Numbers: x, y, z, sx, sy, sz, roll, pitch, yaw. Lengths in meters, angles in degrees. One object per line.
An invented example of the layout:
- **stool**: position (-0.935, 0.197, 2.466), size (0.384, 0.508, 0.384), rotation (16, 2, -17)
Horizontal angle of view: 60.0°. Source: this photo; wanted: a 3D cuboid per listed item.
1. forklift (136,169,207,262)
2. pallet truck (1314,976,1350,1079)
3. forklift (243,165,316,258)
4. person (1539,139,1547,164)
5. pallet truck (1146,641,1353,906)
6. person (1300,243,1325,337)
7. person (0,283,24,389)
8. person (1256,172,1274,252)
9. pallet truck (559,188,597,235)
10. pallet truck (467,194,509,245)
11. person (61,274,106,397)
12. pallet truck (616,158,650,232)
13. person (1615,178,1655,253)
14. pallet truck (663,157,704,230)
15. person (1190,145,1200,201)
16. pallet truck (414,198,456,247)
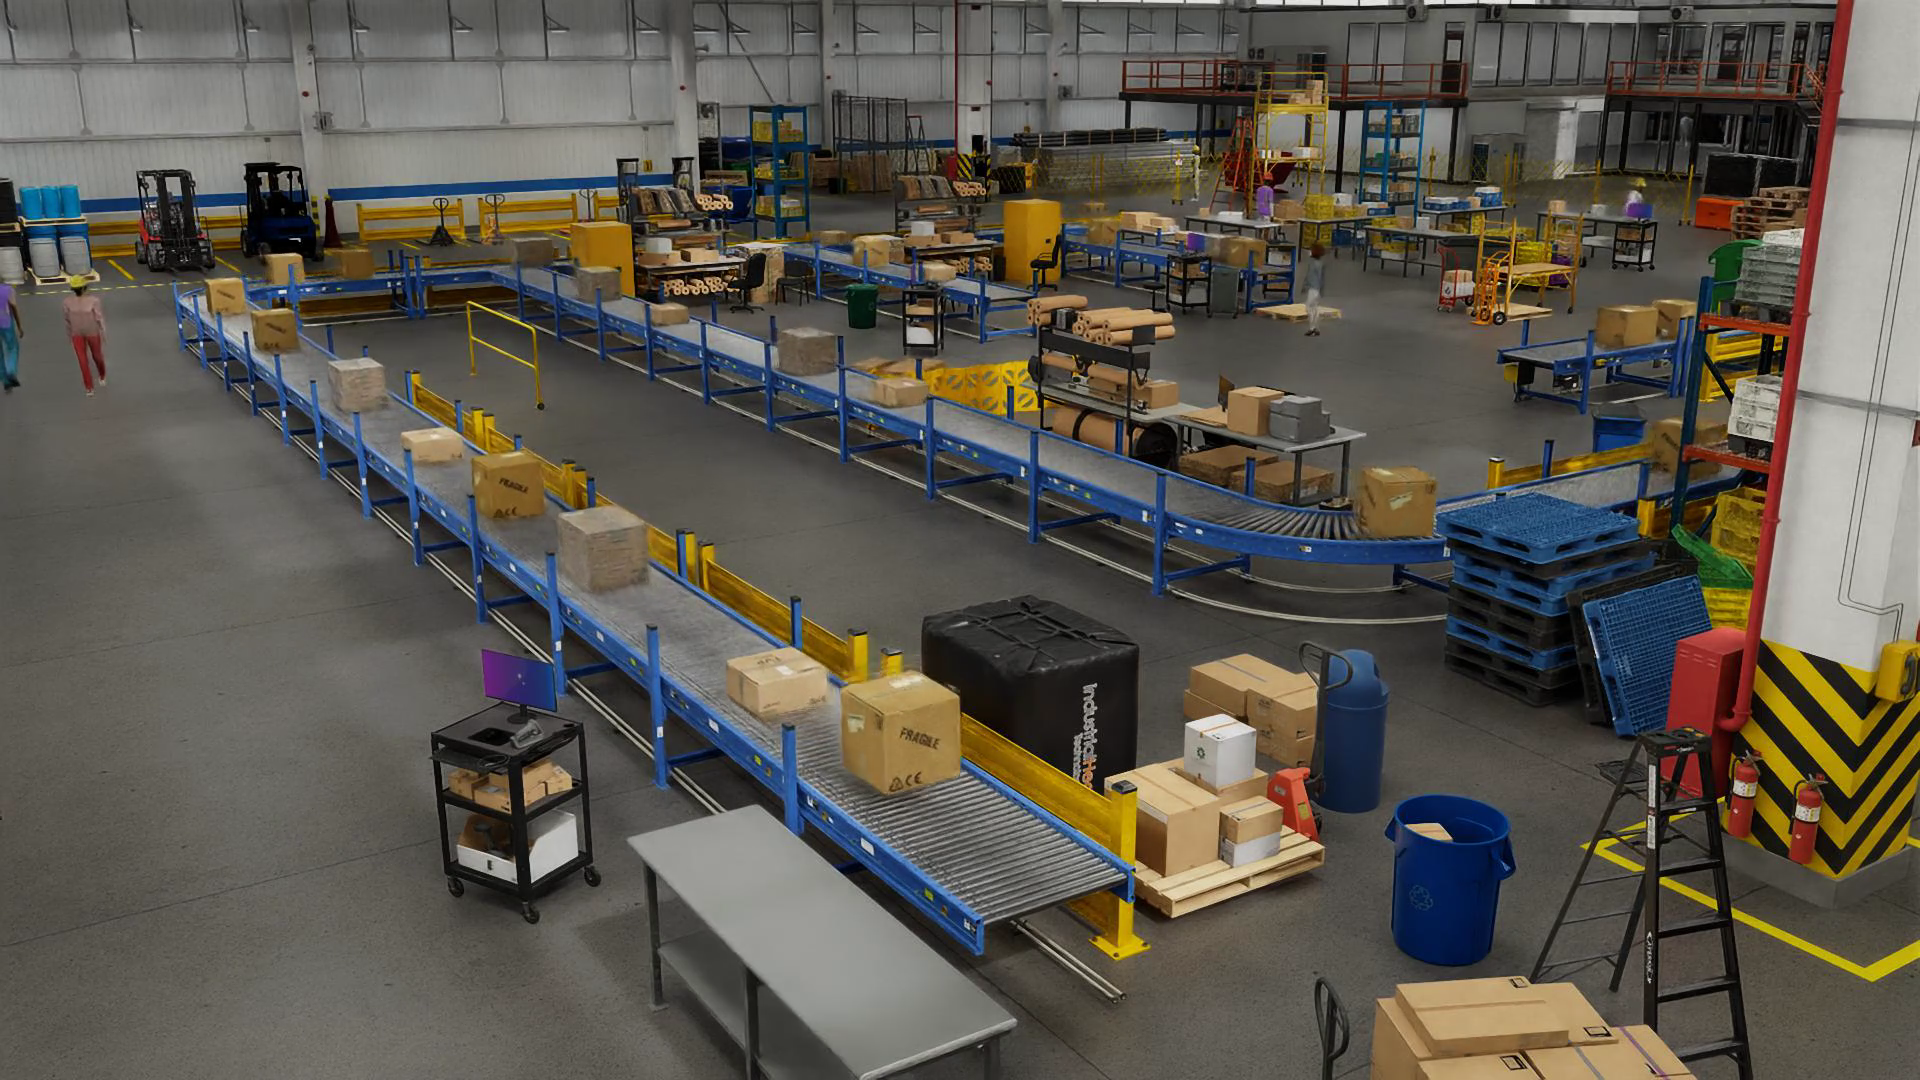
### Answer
- **forklift**: position (-17.842, -7.318, 37.559), size (1.157, 1.987, 2.680), rotation (-10, 20, -31)
- **pallet truck**: position (2.299, 2.390, 7.086), size (1.601, 1.201, 0.680), rotation (-2, 17, -7)
- **forklift**: position (-15.898, -7.669, 38.708), size (1.157, 1.987, 2.680), rotation (-11, 20, -33)
- **person**: position (21.984, -14.660, 62.666), size (0.532, 1.889, 0.670), rotation (-10, 20, -31)
- **pallet truck**: position (1.664, 1.407, 10.232), size (1.630, 1.274, 0.653), rotation (-10, 20, -31)
- **person**: position (6.062, -4.309, 28.715), size (0.504, 1.618, 0.506), rotation (-2, 17, -5)
- **person**: position (-14.083, -3.123, 24.389), size (0.604, 1.829, 0.454), rotation (-6, 18, -20)
- **person**: position (7.342, -7.844, 39.915), size (0.343, 1.942, 0.552), rotation (-10, 19, -30)
- **pallet truck**: position (-10.010, -8.652, 43.699), size (0.653, 1.274, 1.630), rotation (-10, 20, -31)
- **pallet truck**: position (-11.983, -8.177, 42.137), size (0.704, 1.261, 1.522), rotation (-11, 20, -33)
- **person**: position (-12.657, -2.990, 24.099), size (0.529, 1.749, 0.641), rotation (-6, 18, -20)
- **pallet truck**: position (-8.918, -9.176, 44.255), size (0.823, 1.965, 1.885), rotation (-9, 19, -27)
- **person**: position (16.239, -7.758, 39.903), size (0.930, 1.782, 0.613), rotation (14, 22, 40)
- **pallet truck**: position (-7.586, -9.308, 44.692), size (0.823, 1.965, 1.885), rotation (-11, 20, -33)
- **person**: position (7.512, -11.711, 53.126), size (0.297, 1.744, 0.487), rotation (4, 17, 14)
- **pallet truck**: position (-13.250, -8.060, 41.856), size (0.680, 1.201, 1.601), rotation (-10, 20, -31)
